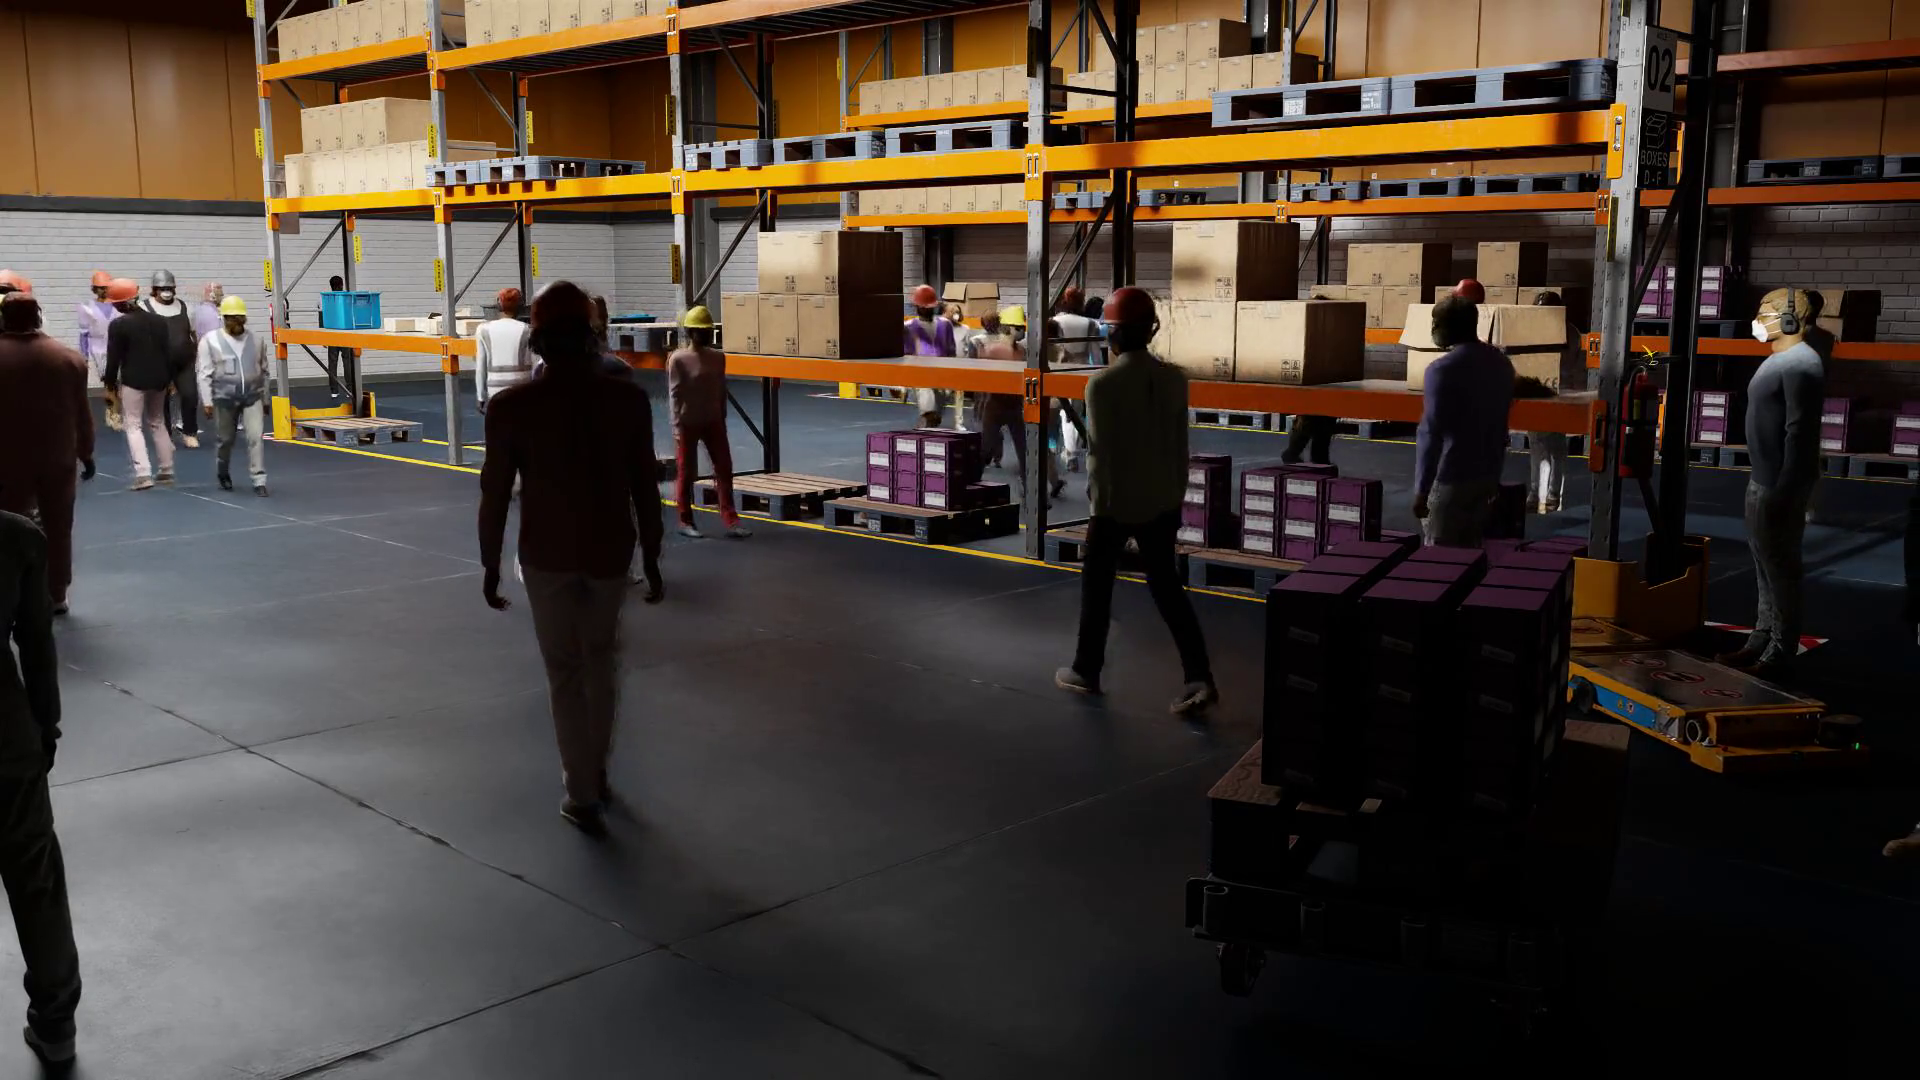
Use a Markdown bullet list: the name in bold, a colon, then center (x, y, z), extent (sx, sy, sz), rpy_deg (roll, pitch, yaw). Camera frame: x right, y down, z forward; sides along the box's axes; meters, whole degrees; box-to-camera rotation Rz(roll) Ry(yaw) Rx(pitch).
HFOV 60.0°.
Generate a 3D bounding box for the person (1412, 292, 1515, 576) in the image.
- **person**: center (2.561, -0.328, 8.627), extent (0.667, 1.908, 0.461), rpy_deg (-6, 11, -33)

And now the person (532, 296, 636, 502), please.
- **person**: center (-2.038, -0.407, 9.164), extent (0.593, 1.905, 0.722), rpy_deg (2, 9, 10)

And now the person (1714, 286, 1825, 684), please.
- **person**: center (3.987, -0.262, 8.132), extent (0.371, 1.941, 0.627), rpy_deg (2, 10, 15)

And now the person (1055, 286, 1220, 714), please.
- **person**: center (0.835, -0.185, 7.617), extent (0.640, 1.952, 0.988), rpy_deg (-6, 11, -34)

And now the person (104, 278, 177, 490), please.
- **person**: center (-7.533, -1.445, 15.380), extent (0.549, 1.946, 0.675), rpy_deg (4, 10, 25)

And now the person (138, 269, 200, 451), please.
- **person**: center (-8.756, -1.986, 18.388), extent (0.689, 2.000, 0.538), rpy_deg (-7, 12, -37)

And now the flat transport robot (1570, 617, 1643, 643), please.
- **flat transport robot**: center (2.758, 0.554, 8.228), extent (1.431, 0.197, 0.652), rpy_deg (-2, 9, -10)

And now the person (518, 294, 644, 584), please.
- **person**: center (-2.475, -0.638, 10.646), extent (0.777, 1.874, 0.670), rpy_deg (5, 10, 27)

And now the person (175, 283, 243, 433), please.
- **person**: center (-9.259, -2.247, 20.587), extent (1.009, 1.857, 0.648), rpy_deg (-4, 10, -25)

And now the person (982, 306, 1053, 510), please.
- **person**: center (0.386, -1.107, 14.006), extent (0.530, 1.713, 0.947), rpy_deg (-7, 12, -38)

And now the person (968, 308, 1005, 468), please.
- **person**: center (0.331, -1.519, 16.811), extent (0.520, 1.628, 0.432), rpy_deg (-3, 10, -17)

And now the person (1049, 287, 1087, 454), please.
- **person**: center (1.125, -1.837, 18.103), extent (0.605, 1.833, 0.579), rpy_deg (4, 10, 22)

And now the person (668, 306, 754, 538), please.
- **person**: center (-1.864, -0.850, 12.317), extent (0.556, 1.733, 0.798), rpy_deg (-8, 12, -42)

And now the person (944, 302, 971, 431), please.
- **person**: center (-0.117, -2.180, 20.885), extent (0.506, 1.620, 0.519), rpy_deg (-4, 10, -24)

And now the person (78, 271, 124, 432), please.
- **person**: center (-10.728, -2.377, 20.955), extent (0.626, 2.001, 1.023), rpy_deg (-8, 12, -41)

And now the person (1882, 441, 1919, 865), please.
- **person**: center (3.518, 0.208, 5.652), extent (0.651, 1.809, 0.680), rpy_deg (-8, 12, -39)

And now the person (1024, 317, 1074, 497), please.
- **person**: center (0.776, -1.202, 14.919), extent (0.546, 1.597, 0.829), rpy_deg (-4, 10, -22)

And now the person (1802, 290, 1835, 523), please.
- **person**: center (6.705, -1.074, 13.362), extent (0.566, 1.849, 0.597), rpy_deg (-4, 10, -22)

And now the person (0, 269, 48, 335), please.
- **person**: center (-8.390, -1.370, 14.681), extent (0.723, 2.017, 0.511), rpy_deg (-7, 11, -35)

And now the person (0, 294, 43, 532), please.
- **person**: center (-6.996, -0.897, 12.343), extent (0.404, 1.835, 0.589), rpy_deg (-5, 10, -27)

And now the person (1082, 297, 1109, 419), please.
- **person**: center (1.599, -2.084, 20.060), extent (0.321, 1.694, 0.534), rpy_deg (-7, 12, -37)

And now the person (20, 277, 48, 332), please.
- **person**: center (-10.517, -1.985, 18.728), extent (0.372, 1.928, 0.543), rpy_deg (9, 13, 43)

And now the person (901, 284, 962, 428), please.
- **person**: center (-0.333, -1.559, 16.269), extent (0.600, 1.886, 0.920), rpy_deg (-4, 10, -25)

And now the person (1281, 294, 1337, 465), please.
- **person**: center (2.739, -0.981, 12.870), extent (0.535, 1.827, 0.411), rpy_deg (-8, 12, -41)

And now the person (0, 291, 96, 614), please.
- **person**: center (-5.422, -0.503, 9.743), extent (0.659, 1.890, 0.431), rpy_deg (-6, 11, -32)

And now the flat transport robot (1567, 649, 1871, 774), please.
- **flat transport robot**: center (3.193, 0.711, 7.267), extent (0.652, 0.197, 1.431), rpy_deg (-2, 9, -10)

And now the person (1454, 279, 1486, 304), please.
- **person**: center (4.268, -1.223, 14.026), extent (0.369, 1.935, 0.552), rpy_deg (1, 9, 7)

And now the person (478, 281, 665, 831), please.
- **person**: center (-1.475, 0.040, 6.167), extent (0.646, 1.968, 0.807), rpy_deg (-5, 11, -29)

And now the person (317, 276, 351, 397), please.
- **person**: center (-9.812, -3.206, 26.265), extent (0.588, 1.913, 0.390), rpy_deg (0, 9, 1)

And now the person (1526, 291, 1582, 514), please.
- **person**: center (4.854, -1.135, 13.804), extent (0.621, 1.838, 0.429), rpy_deg (-8, 12, -40)

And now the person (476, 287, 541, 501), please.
- **person**: center (-3.895, -1.260, 14.469), extent (0.600, 1.867, 0.423), rpy_deg (0, 9, -1)

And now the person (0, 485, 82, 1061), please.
- **person**: center (-2.470, 0.495, 4.092), extent (0.315, 1.741, 0.494), rpy_deg (6, 11, 31)

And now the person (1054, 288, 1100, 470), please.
- **person**: center (1.128, -1.634, 16.895), extent (0.583, 1.841, 0.982), rpy_deg (-2, 9, -12)

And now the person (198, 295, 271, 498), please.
- **person**: center (-6.507, -1.296, 14.916), extent (0.604, 1.804, 0.854), rpy_deg (-7, 11, -36)
